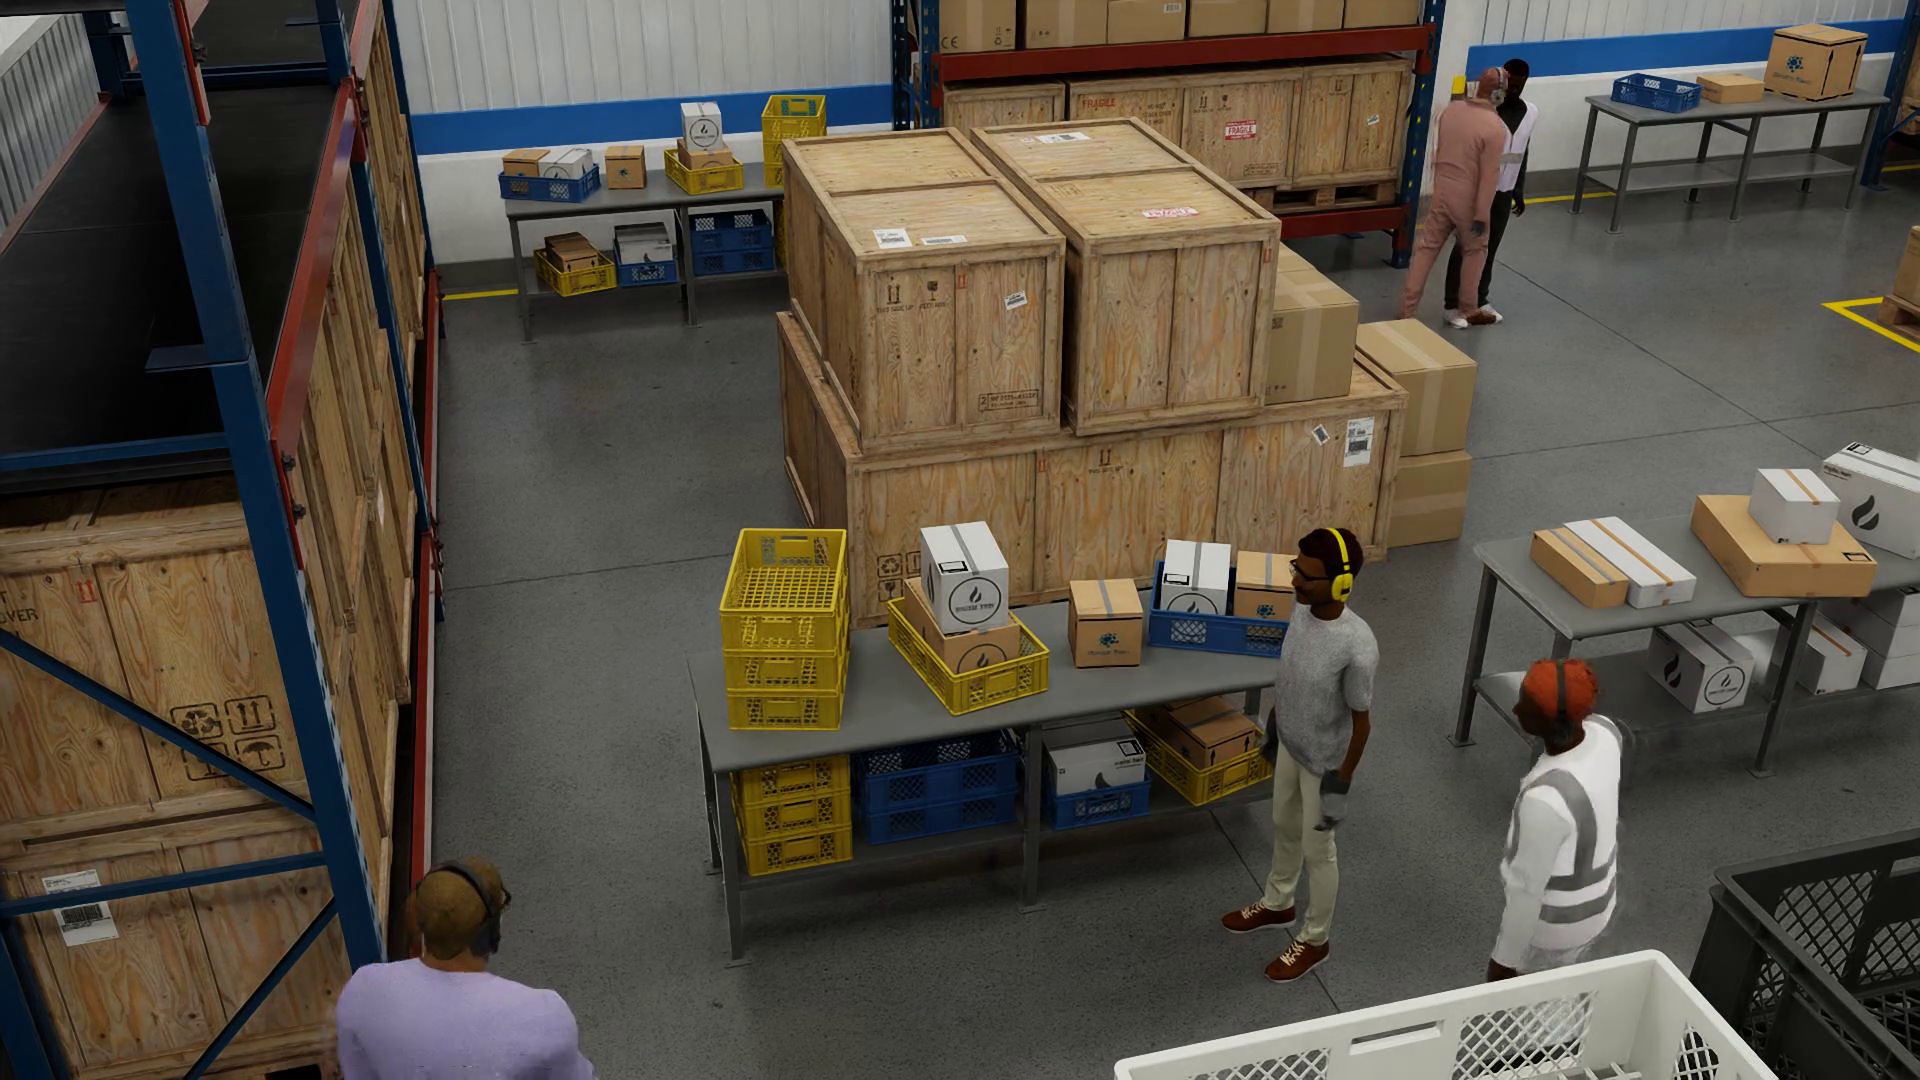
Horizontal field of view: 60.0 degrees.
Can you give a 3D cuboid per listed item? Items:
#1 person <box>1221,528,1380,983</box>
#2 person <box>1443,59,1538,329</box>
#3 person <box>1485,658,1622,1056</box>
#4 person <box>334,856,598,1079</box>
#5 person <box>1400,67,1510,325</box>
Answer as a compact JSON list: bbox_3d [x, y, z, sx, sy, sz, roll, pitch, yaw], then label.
[{"bbox_3d":[1.253,0.784,6.030,0.327,1.862,0.517,-11,31,-18],"label":"person"},{"bbox_3d":[3.794,-2.485,11.909,0.587,1.915,0.397,-11,31,-20],"label":"person"},{"bbox_3d":[1.895,1.178,5.327,0.476,1.854,0.600,17,33,28],"label":"person"},{"bbox_3d":[-1.240,1.613,4.489,0.629,1.878,1.048,10,30,18],"label":"person"},{"bbox_3d":[3.559,-2.419,11.855,0.688,1.866,0.663,-14,32,-24],"label":"person"}]
